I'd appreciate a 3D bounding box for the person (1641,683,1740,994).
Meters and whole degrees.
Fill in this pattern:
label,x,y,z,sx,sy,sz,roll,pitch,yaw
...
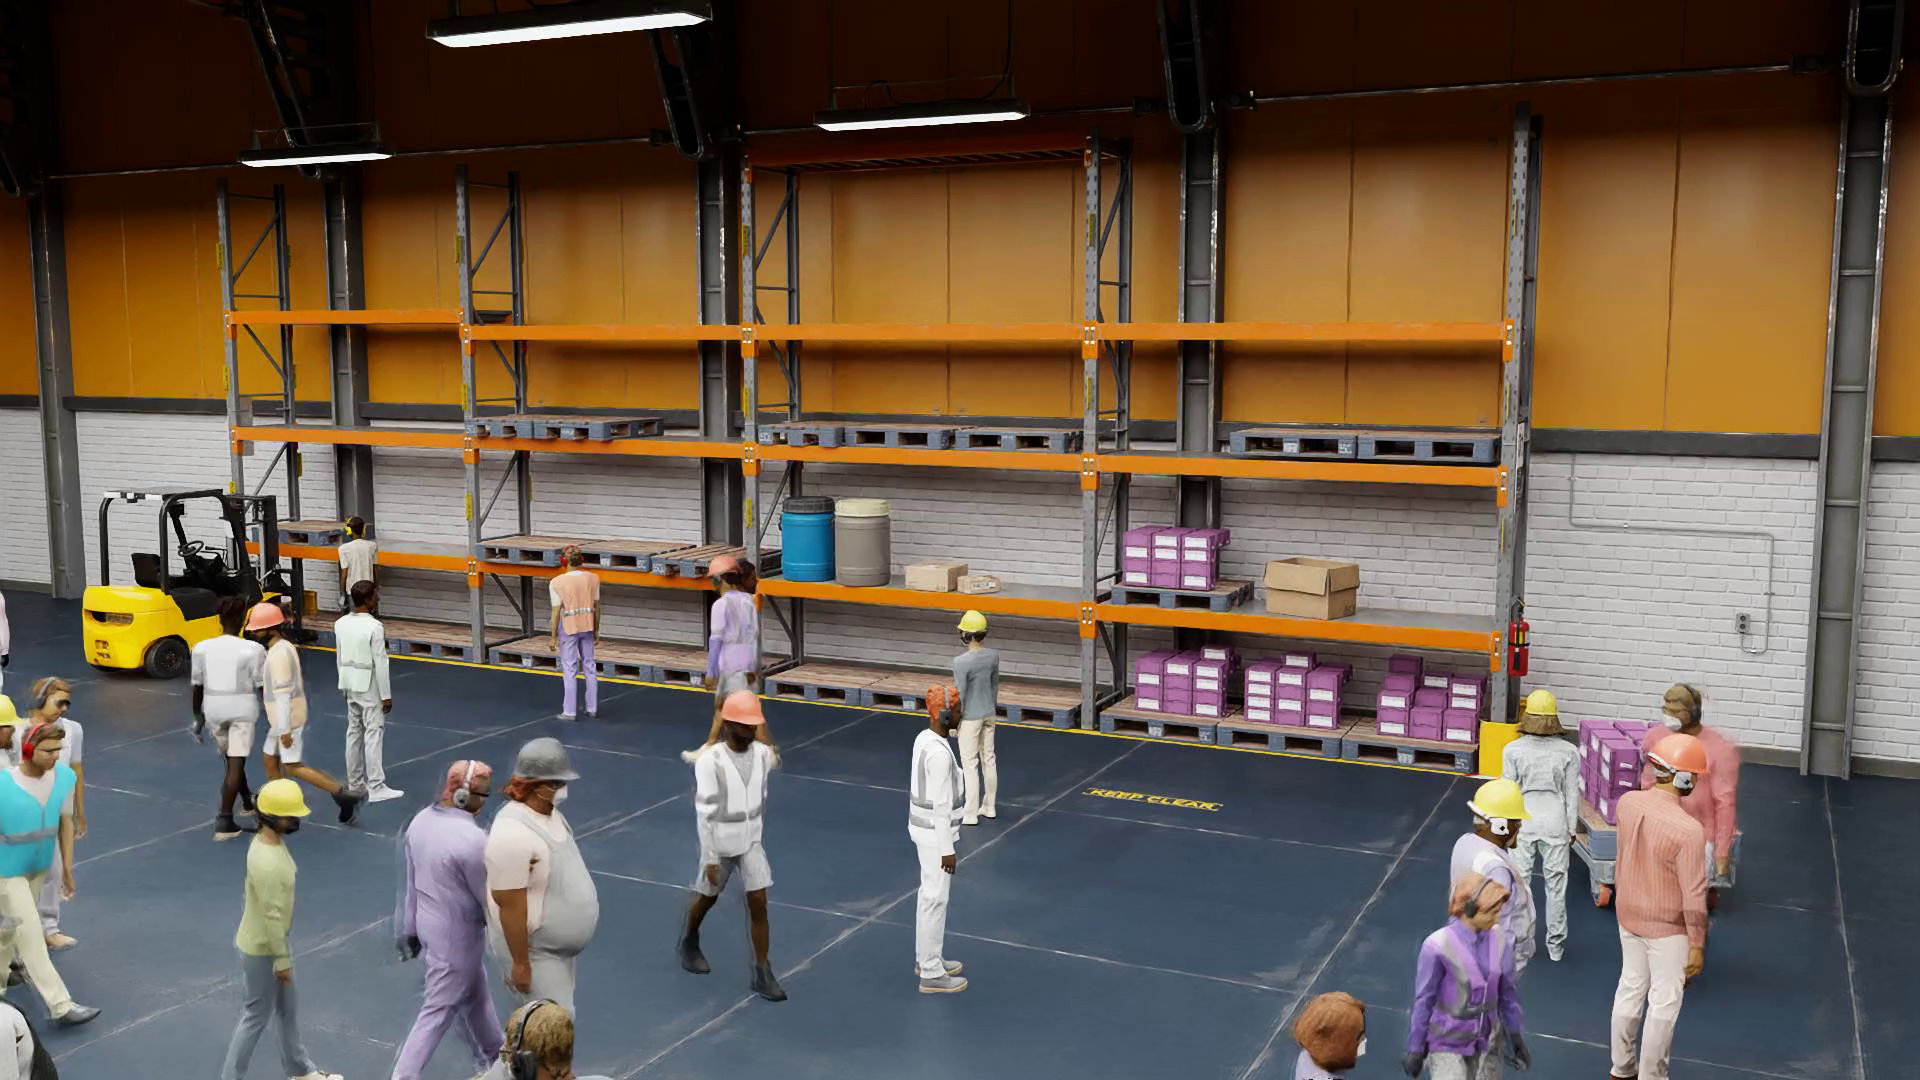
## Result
label,x,y,z,sx,sy,sz,roll,pitch,yaw
person,4.468,1.804,10.172,0.608,1.920,0.631,-5,9,-36

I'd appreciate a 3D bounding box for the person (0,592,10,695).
label,x,y,z,sx,sy,sz,roll,pitch,yaw
person,-9.623,1.104,16.240,0.625,1.846,0.429,-3,8,-24

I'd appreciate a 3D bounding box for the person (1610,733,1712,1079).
label,x,y,z,sx,sy,sz,roll,pitch,yaw
person,3.619,1.967,8.575,0.411,1.980,0.629,-2,7,-17

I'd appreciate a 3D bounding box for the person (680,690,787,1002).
label,x,y,z,sx,sy,sz,roll,pitch,yaw
person,-1.443,1.815,10.201,0.551,1.899,0.953,-6,9,-40

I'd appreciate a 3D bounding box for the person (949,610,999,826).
label,x,y,z,sx,sy,sz,roll,pitch,yaw
person,0.114,1.455,13.652,0.307,1.772,0.526,6,9,41

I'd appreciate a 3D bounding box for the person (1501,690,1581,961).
label,x,y,z,sx,sy,sz,roll,pitch,yaw
person,3.726,1.828,10.718,0.483,1.737,0.320,2,7,17

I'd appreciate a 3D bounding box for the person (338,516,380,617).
label,x,y,z,sx,sy,sz,roll,pitch,yaw
person,-7.223,0.641,19.999,0.328,1.864,0.509,6,9,42

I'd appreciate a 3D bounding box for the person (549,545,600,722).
label,x,y,z,sx,sy,sz,roll,pitch,yaw
person,-3.997,0.973,17.305,0.563,1.847,0.389,-6,9,-40

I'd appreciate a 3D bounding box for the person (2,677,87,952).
label,x,y,z,sx,sy,sz,roll,pitch,yaw
person,-5.997,1.795,10.728,0.682,1.814,0.323,-6,9,-43

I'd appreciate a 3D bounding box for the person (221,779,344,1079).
label,x,y,z,sx,sy,sz,roll,pitch,yaw
person,-3.584,2.086,8.630,0.528,1.762,0.568,-2,7,-19

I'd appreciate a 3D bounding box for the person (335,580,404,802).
label,x,y,z,sx,sy,sz,roll,pitch,yaw
person,-5.135,1.296,14.347,0.589,1.920,0.392,4,8,31

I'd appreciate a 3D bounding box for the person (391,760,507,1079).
label,x,y,z,sx,sy,sz,roll,pitch,yaw
person,-2.603,2.040,8.581,0.976,1.841,0.660,-6,9,-40

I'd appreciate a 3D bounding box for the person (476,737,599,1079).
label,x,y,z,sx,sy,sz,roll,pitch,yaw
person,-2.083,1.966,8.316,0.557,2.000,0.688,0,7,2

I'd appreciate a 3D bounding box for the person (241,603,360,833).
label,x,y,z,sx,sy,sz,roll,pitch,yaw
person,-5.354,1.424,13.423,0.838,1.898,0.579,-3,7,-21

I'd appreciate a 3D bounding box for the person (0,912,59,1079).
label,x,y,z,sx,sy,sz,roll,pitch,yaw
person,-3.597,2.231,6.122,0.685,2.000,0.538,4,8,27

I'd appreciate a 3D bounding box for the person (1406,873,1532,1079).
label,x,y,z,sx,sy,sz,roll,pitch,yaw
person,2.299,2.287,7.412,0.517,1.609,0.715,-5,9,-36

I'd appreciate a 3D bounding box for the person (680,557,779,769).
label,x,y,z,sx,sy,sz,roll,pitch,yaw
person,-2.125,1.152,15.355,0.985,1.986,0.650,1,7,11

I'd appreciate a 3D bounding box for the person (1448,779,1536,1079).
label,x,y,z,sx,sy,sz,roll,pitch,yaw
person,2.628,2.081,8.227,0.403,1.830,0.587,0,7,-1

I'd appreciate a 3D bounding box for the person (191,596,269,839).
label,x,y,z,sx,sy,sz,roll,pitch,yaw
person,-5.880,1.402,13.519,0.634,1.907,1.027,1,7,4

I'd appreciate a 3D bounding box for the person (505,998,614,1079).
label,x,y,z,sx,sy,sz,roll,pitch,yaw
person,-1.277,2.394,5.261,0.387,1.928,0.636,3,8,24

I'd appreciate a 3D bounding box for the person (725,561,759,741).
label,x,y,z,sx,sy,sz,roll,pitch,yaw
person,-2.058,1.149,15.562,0.397,1.919,0.590,-3,7,-22

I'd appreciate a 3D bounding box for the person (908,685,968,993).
label,x,y,z,sx,sy,sz,roll,pitch,yaw
person,-0.140,1.817,10.215,0.349,1.880,0.579,-1,7,-7

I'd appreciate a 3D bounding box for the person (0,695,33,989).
label,x,y,z,sx,sy,sz,roll,pitch,yaw
person,-5.915,1.847,10.216,0.403,1.819,0.601,-4,8,-30

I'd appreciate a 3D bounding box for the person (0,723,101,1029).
label,x,y,z,sx,sy,sz,roll,pitch,yaw
person,-5.360,1.938,9.623,0.949,1.771,0.573,2,7,17

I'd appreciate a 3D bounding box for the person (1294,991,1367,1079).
label,x,y,z,sx,sy,sz,roll,pitch,yaw
person,1.296,2.442,6.119,0.544,1.627,0.543,0,7,0

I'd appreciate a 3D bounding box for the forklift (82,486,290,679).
label,x,y,z,sx,sy,sz,roll,pitch,yaw
forklift,-9.426,0.454,20.179,1.214,2.155,2.313,3,8,26
